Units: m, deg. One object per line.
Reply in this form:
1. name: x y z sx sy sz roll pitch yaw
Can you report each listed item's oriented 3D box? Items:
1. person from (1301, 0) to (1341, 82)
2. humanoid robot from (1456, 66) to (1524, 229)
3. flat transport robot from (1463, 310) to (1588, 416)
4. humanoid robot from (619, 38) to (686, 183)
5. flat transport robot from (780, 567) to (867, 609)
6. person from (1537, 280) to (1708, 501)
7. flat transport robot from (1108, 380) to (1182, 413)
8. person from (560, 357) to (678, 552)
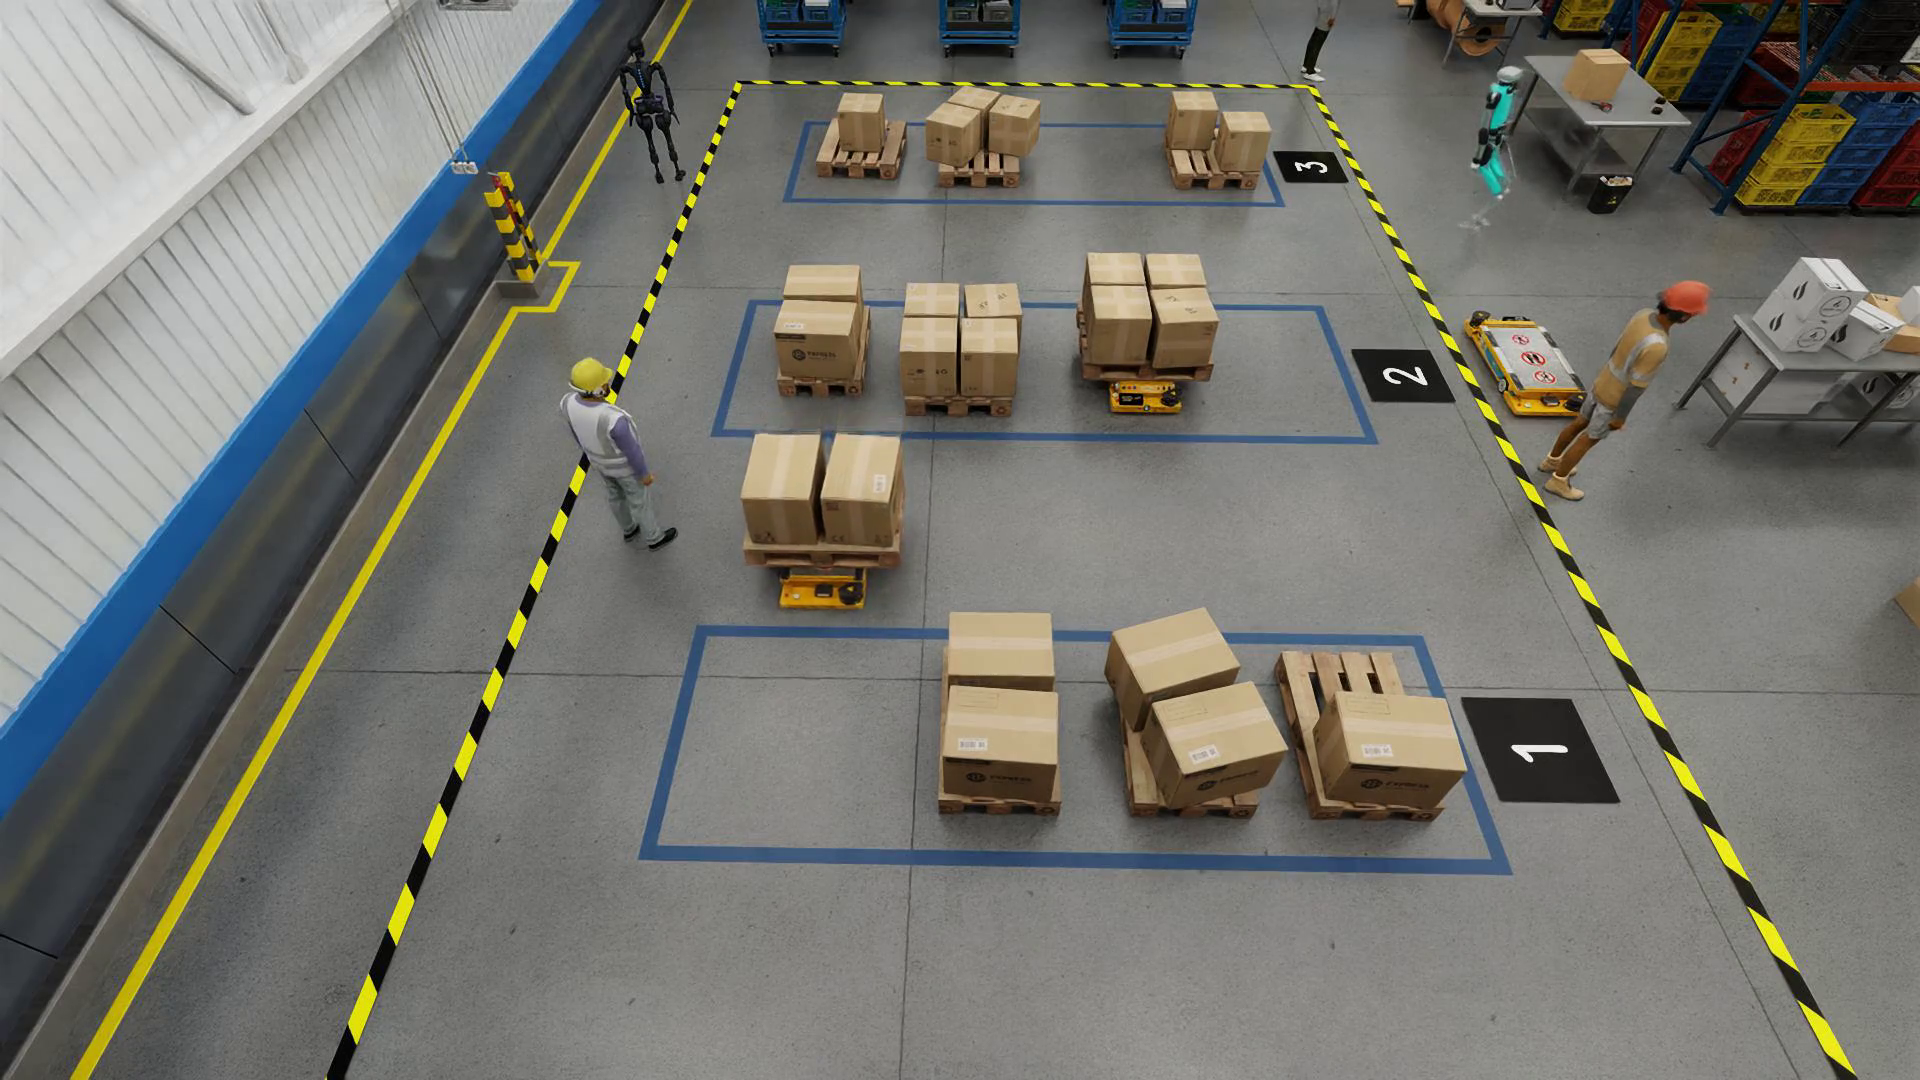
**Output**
1. person: 5.271 -7.543 13.018 0.396 1.847 0.587 5 49 5
2. humanoid robot: 6.079 -4.298 10.302 0.795 1.791 0.565 34 57 26
3. flat transport robot: 5.573 -1.757 9.054 0.659 0.231 1.431 1 49 1
4. humanoid robot: -3.733 -5.173 11.072 0.599 1.653 0.315 -7 49 -6
5. flat transport robot: -1.067 -0.056 7.563 0.652 0.197 1.431 1 49 1
6. person: 5.307 -1.189 7.388 0.366 2.048 0.606 12 50 10
7. flat transport robot: 1.773 -1.807 9.079 0.652 0.197 1.431 1 49 1
8. person: -2.625 -0.631 7.045 0.598 1.830 0.403 22 53 18
